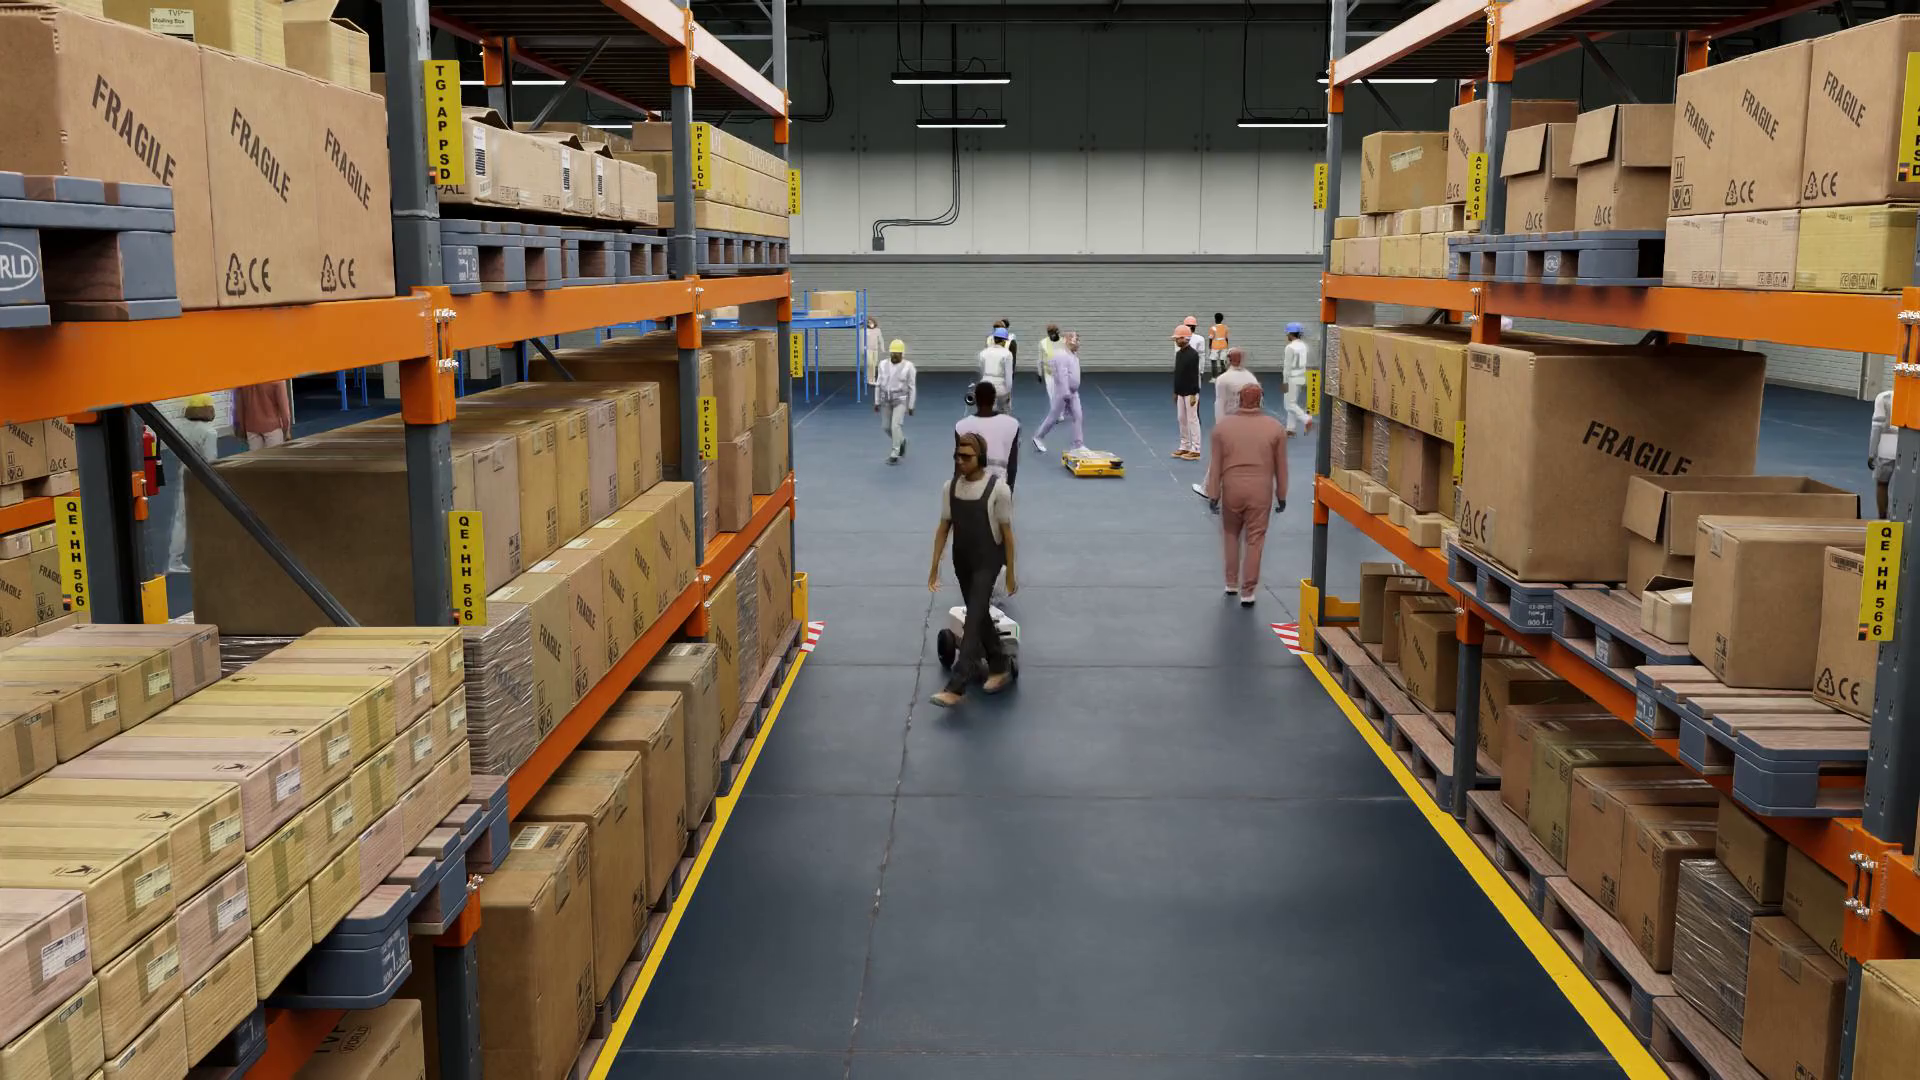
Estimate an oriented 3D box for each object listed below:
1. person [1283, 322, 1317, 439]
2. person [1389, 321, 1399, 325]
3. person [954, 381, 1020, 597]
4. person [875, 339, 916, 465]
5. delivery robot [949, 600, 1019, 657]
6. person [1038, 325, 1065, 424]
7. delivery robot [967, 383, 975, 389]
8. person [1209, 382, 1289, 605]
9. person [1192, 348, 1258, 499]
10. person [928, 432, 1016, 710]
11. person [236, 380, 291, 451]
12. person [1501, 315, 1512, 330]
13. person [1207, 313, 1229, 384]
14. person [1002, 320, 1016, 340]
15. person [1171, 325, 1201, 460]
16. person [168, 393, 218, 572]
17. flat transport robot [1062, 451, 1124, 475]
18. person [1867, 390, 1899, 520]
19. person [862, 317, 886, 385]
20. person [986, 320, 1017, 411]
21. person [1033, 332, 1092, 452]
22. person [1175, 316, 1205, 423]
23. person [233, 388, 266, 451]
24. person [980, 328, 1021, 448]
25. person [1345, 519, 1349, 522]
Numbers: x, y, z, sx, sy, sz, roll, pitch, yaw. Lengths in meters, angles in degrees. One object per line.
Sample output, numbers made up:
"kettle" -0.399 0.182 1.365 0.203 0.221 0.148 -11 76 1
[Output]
"person" 5.573 -2.623 27.397 0.661 1.932 0.618 7 12 35
"person" 9.595 -4.012 36.642 0.545 1.602 0.782 -8 12 -39
"person" 0.239 -0.446 14.537 0.593 1.875 0.798 -1 10 -6
"person" -0.913 -2.020 24.147 0.599 1.805 0.653 4 10 24
"delivery robot" 0.166 0.630 11.841 0.477 0.478 0.707 -3 9 -17
"person" 1.790 -3.015 30.217 0.736 1.780 0.997 0 9 2
"delivery robot" 0.509 -3.216 34.122 0.698 0.223 0.335 3 10 19
"person" 2.488 -0.413 14.291 0.667 1.874 0.793 2 10 13
"person" 3.261 -1.387 20.179 0.684 1.857 0.957 -5 11 -29
"person" 0.075 0.184 10.977 0.530 1.792 0.968 7 12 36
"person" -8.035 -1.295 19.242 0.618 1.990 0.394 1 10 6
"person" 12.521 -4.561 38.763 0.616 2.018 0.868 7 12 37
"person" 6.214 -4.607 39.970 0.547 1.696 0.316 -3 10 -19
"person" 0.989 -4.020 36.620 0.531 1.645 0.934 0 9 3
"person" 3.330 -2.191 24.659 0.428 1.983 0.619 -3 10 -17
"person" -7.171 -0.561 15.745 0.502 1.693 0.925 3 10 19
"flat transport robot" 1.848 -1.092 23.301 0.652 0.197 1.431 -1 9 -5
"person" 9.689 -0.910 17.145 0.581 1.917 0.553 4 10 24
"person" -2.045 -4.460 39.308 0.531 1.605 0.448 -7 12 -37
"person" 0.714 -3.089 30.440 0.619 1.845 0.430 5 11 26
"person" 1.575 -2.265 25.486 0.962 1.853 0.663 6 11 32
"person" 4.148 -3.071 30.069 0.542 1.930 0.375 1 10 9
"person" -8.491 -1.372 20.210 0.612 1.817 0.688 6 11 31
"person" 0.595 -2.301 25.541 0.636 1.888 0.953 6 11 31
"person" 4.427 -1.096 18.267 0.569 1.917 0.414 1 10 7
